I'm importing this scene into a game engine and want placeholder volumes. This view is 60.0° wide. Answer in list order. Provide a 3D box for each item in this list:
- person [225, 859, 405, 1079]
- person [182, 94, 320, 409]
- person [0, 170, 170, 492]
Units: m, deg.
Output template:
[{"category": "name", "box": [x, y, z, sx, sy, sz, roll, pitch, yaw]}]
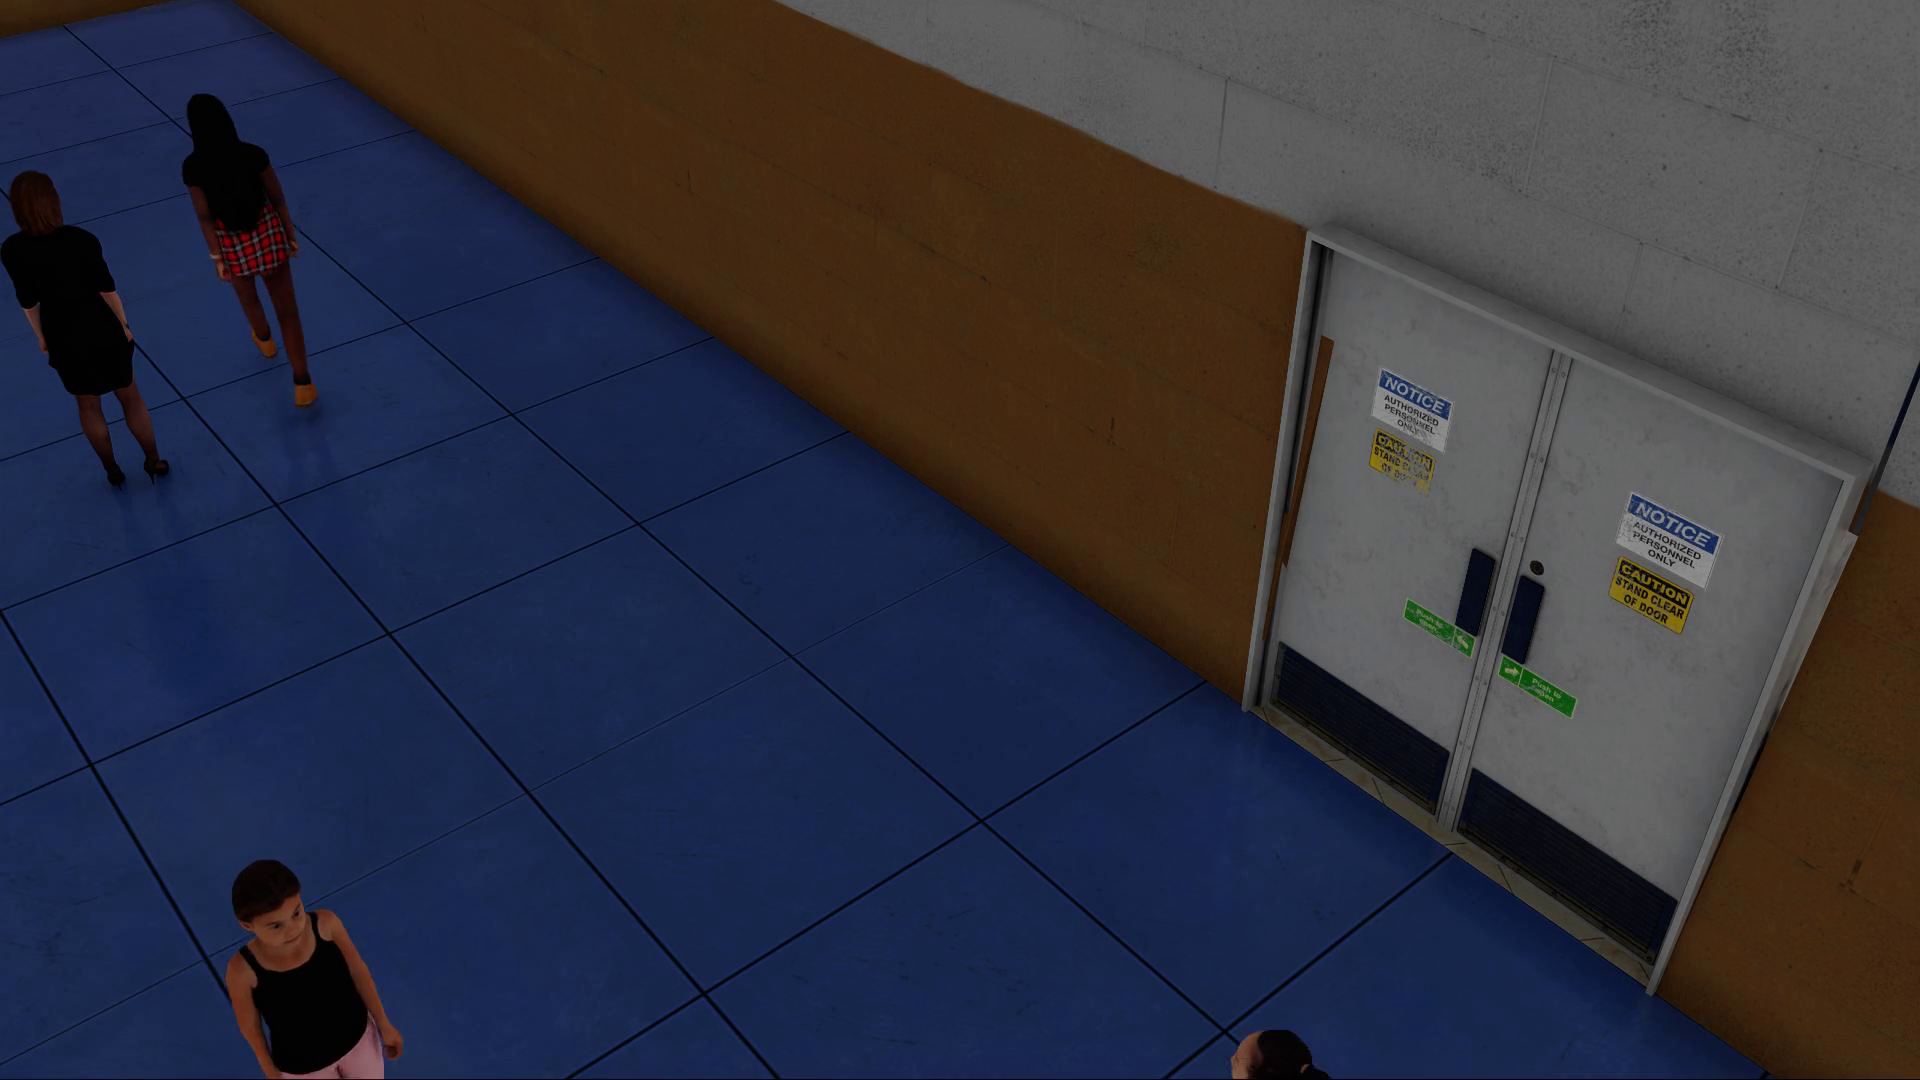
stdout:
[{"category": "person", "box": [-1.930, 1.496, 4.985, 0.623, 1.555, 0.585, 29, 46, 33]}, {"category": "person", "box": [-3.743, -1.478, 8.855, 1.220, 1.665, 0.852, -17, 40, -22]}, {"category": "person", "box": [-4.308, -1.003, 8.177, 0.561, 1.704, 0.711, -12, 38, -15]}]
